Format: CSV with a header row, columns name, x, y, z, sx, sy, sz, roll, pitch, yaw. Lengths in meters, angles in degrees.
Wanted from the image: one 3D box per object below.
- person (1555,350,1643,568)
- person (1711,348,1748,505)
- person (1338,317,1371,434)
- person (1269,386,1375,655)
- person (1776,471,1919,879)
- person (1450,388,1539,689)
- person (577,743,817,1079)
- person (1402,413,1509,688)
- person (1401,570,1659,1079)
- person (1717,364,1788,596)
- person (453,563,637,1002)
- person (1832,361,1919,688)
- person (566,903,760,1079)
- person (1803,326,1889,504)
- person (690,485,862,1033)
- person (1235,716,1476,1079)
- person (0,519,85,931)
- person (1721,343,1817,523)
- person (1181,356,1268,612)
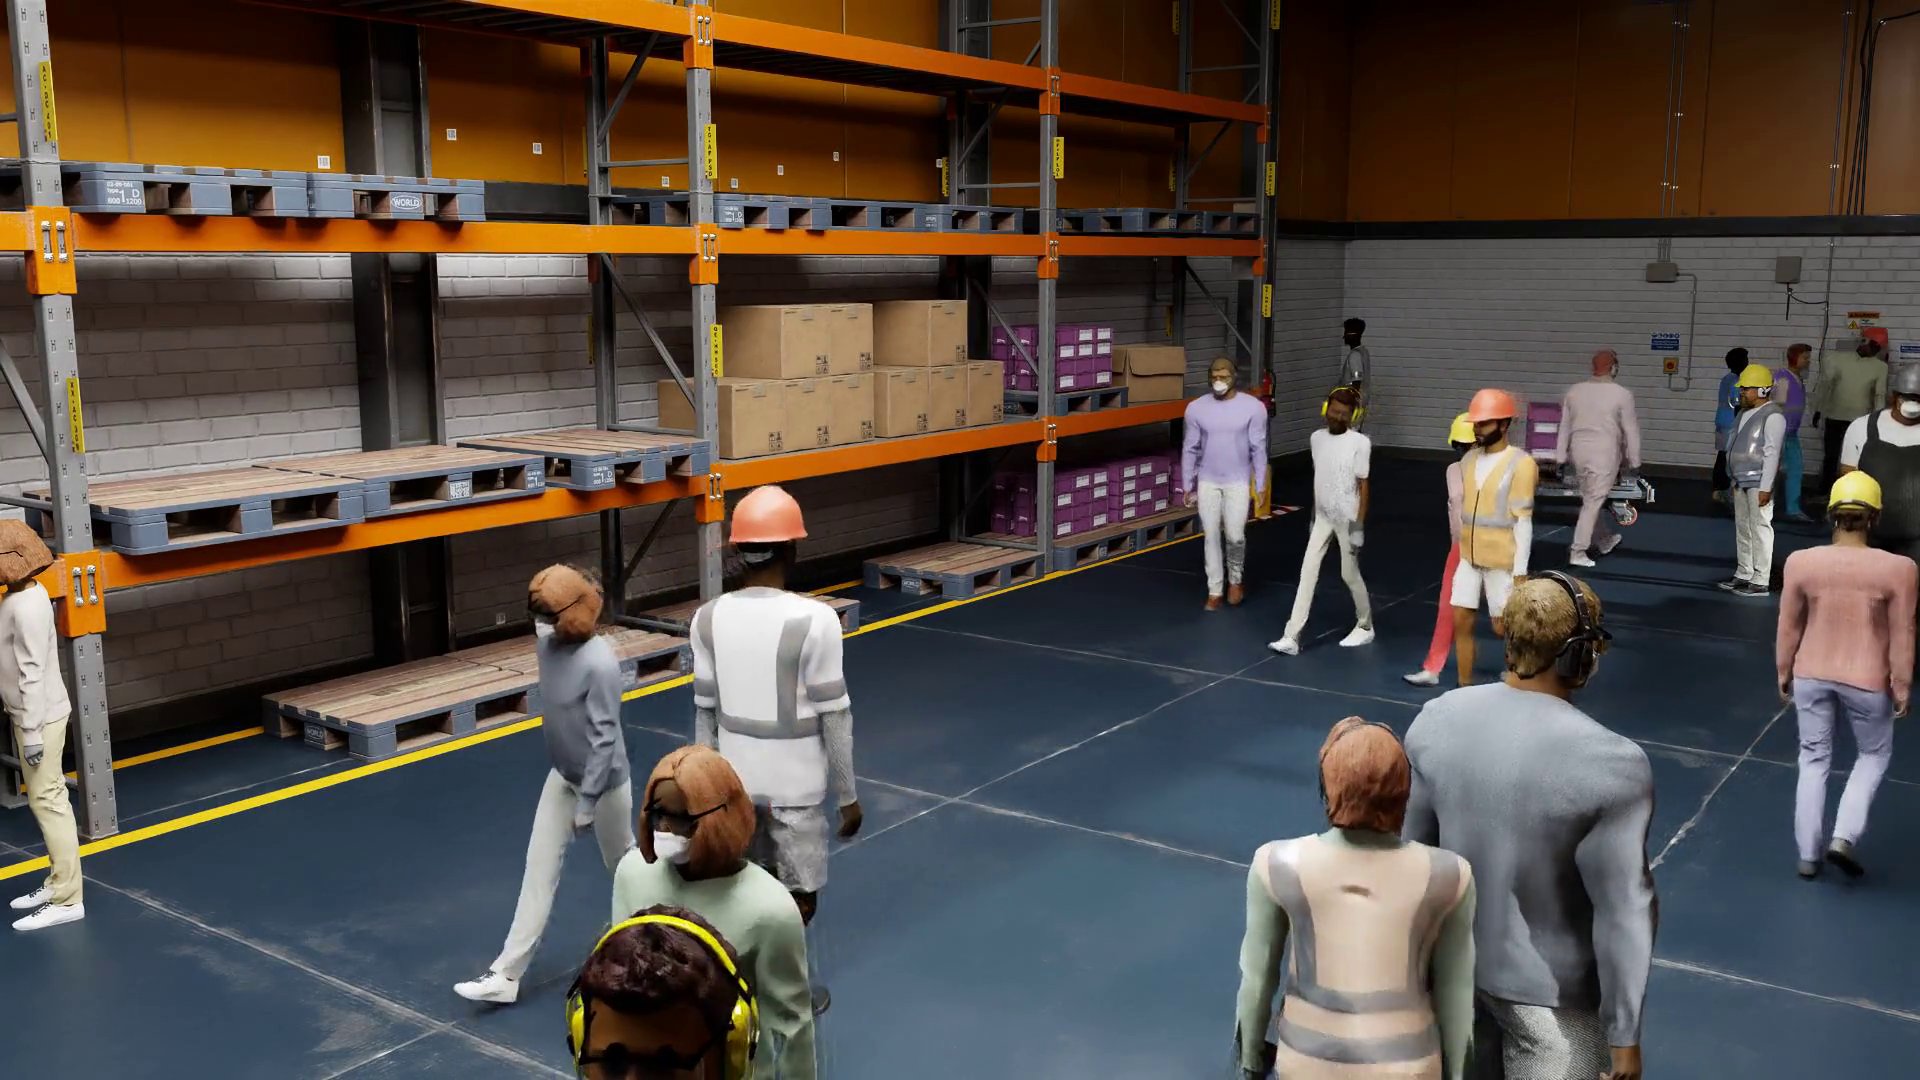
name,x,y,z,sx,sy,sz,roll,pitch,yaw
person,5.582,-0.709,14.419,1.014,1.852,0.674,-7,12,-35
person,8.341,-1.227,17.973,0.319,1.696,0.532,1,10,8
person,4.613,-1.619,19.502,0.361,1.963,0.616,4,10,21
person,2.487,-0.125,11.108,0.993,1.803,0.567,-8,12,-38
person,3.734,0.582,7.035,0.542,1.750,0.374,8,12,39
person,3.101,0.079,9.553,0.776,1.913,0.552,-5,11,-29
person,-0.609,1.235,3.626,0.507,1.593,0.849,7,12,36
person,3.182,0.066,10.246,0.943,1.701,0.536,-6,11,-30
person,1.289,1.026,3.831,0.355,1.938,0.634,-7,12,-35
person,6.239,-0.470,13.104,0.405,1.824,0.585,0,10,-3
person,-1.389,0.859,5.845,0.837,1.580,0.557,-9,13,-44
person,5.761,-0.098,10.224,0.702,2.000,0.541,6,11,34
person,-0.387,1.341,2.300,0.541,1.832,0.956,0,10,1
person,9.468,-1.313,17.784,0.735,1.945,0.385,4,10,24
person,-0.645,0.787,5.359,0.555,1.912,0.823,5,11,30
person,0.877,1.206,3.700,0.522,1.619,0.562,2,10,10
person,-3.674,0.720,6.586,0.277,1.629,0.496,-6,11,-31
person,8.265,-1.098,16.871,0.843,1.815,0.580,9,13,42
person,1.956,-0.411,12.438,0.649,1.920,0.442,4,10,23
